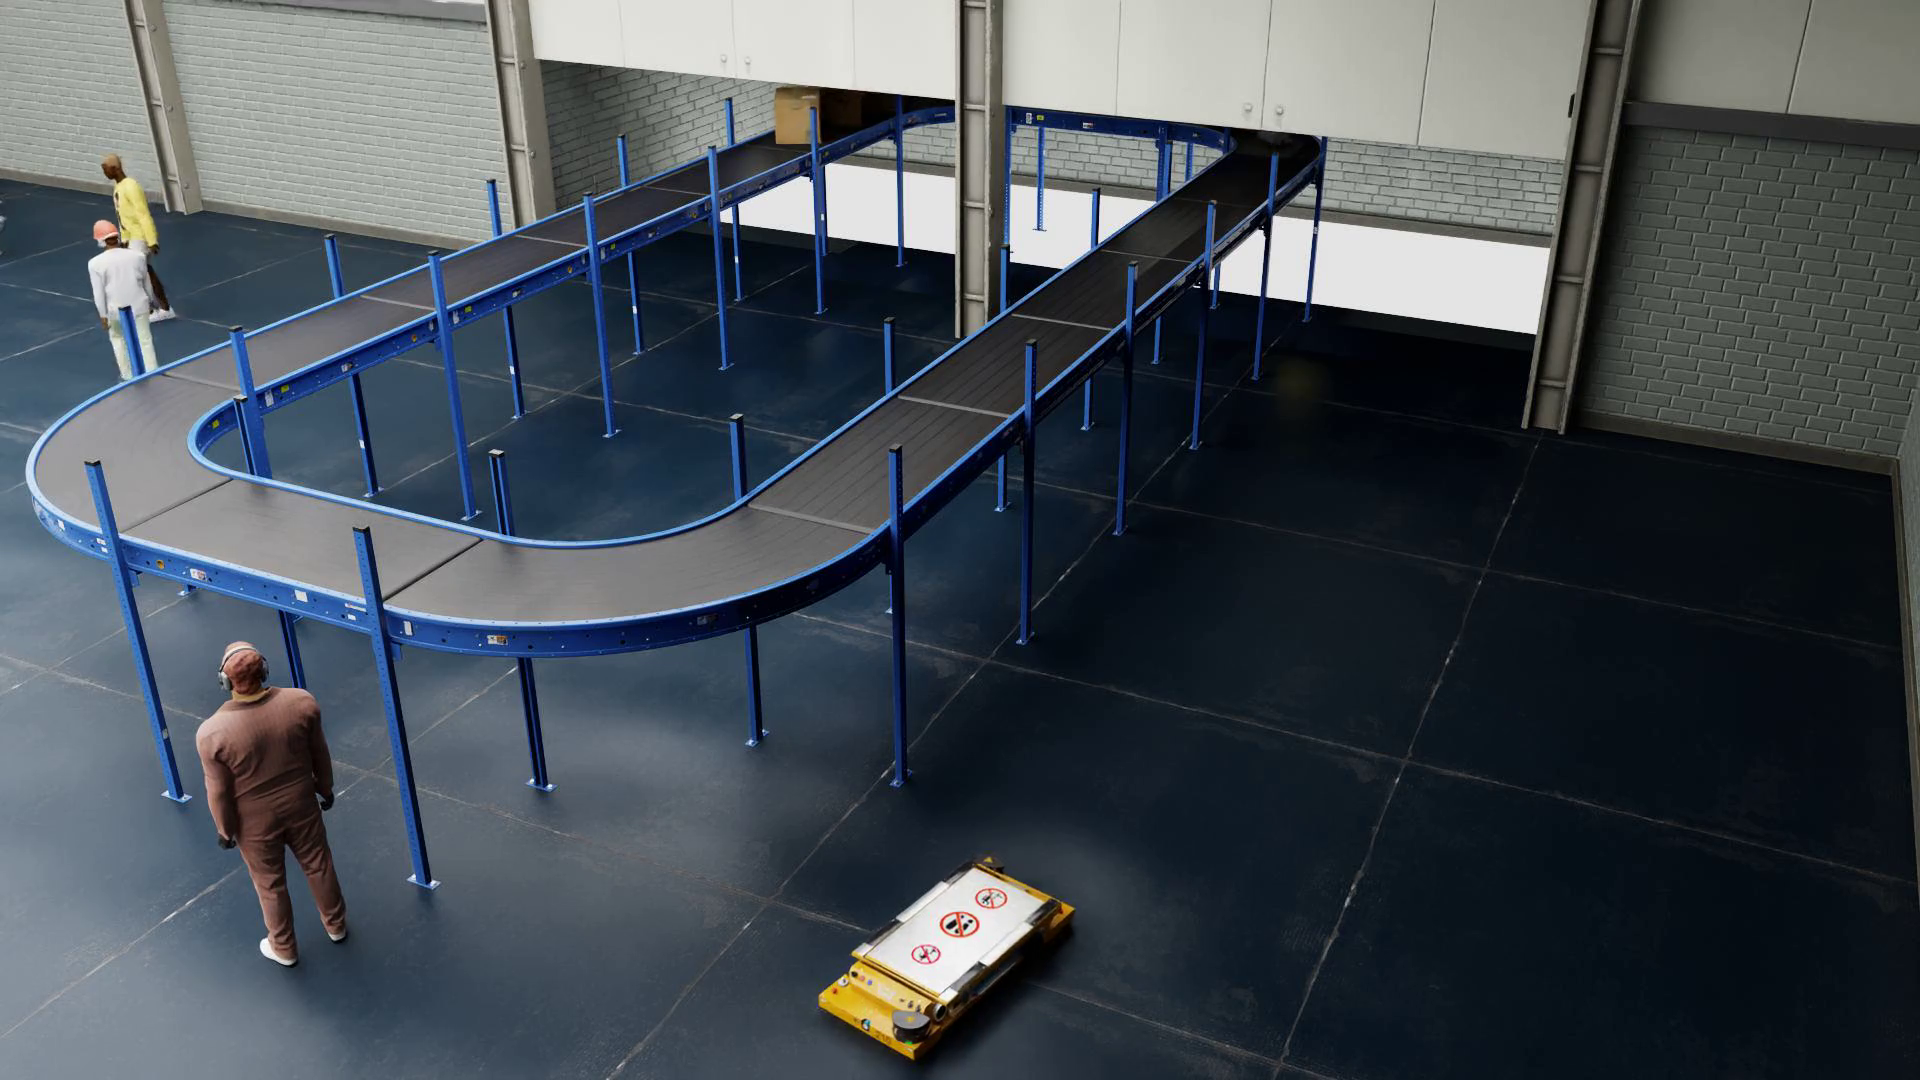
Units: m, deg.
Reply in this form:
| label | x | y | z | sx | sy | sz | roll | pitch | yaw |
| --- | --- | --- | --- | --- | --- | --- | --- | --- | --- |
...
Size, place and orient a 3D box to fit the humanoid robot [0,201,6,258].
| label | x | y | z | sx | sy | sz | roll | pitch | yaw |
| --- | --- | --- | --- | --- | --- | --- | --- | --- | --- |
| humanoid robot | -12.171 | -4.334 | 20.559 | 0.742 | 1.767 | 0.561 | -6 | 27 | -12 |

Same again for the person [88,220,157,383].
| label | x | y | z | sx | sy | sz | roll | pitch | yaw |
| --- | --- | --- | --- | --- | --- | --- | --- | --- | --- |
| person | -8.319 | -2.344 | 16.556 | 0.576 | 1.725 | 0.705 | -20 | 33 | -35 |

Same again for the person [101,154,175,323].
| label | x | y | z | sx | sy | sz | roll | pitch | yaw |
| --- | --- | --- | --- | --- | --- | --- | --- | --- | --- |
| person | -9.123 | -3.280 | 18.289 | 0.656 | 1.863 | 0.614 | -21 | 33 | -36 |

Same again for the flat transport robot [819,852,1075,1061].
| label | x | y | z | sx | sy | sz | roll | pitch | yaw |
| --- | --- | --- | --- | --- | --- | --- | --- | --- | --- |
| flat transport robot | -0.047 | 2.216 | 9.012 | 0.659 | 0.231 | 1.431 | 19 | 32 | 33 |

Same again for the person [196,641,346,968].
| label | x | y | z | sx | sy | sz | roll | pitch | yaw |
| --- | --- | --- | --- | --- | --- | --- | --- | --- | --- |
| person | -3.648 | 1.396 | 8.824 | 0.651 | 1.905 | 0.405 | -23 | 34 | -38 |
